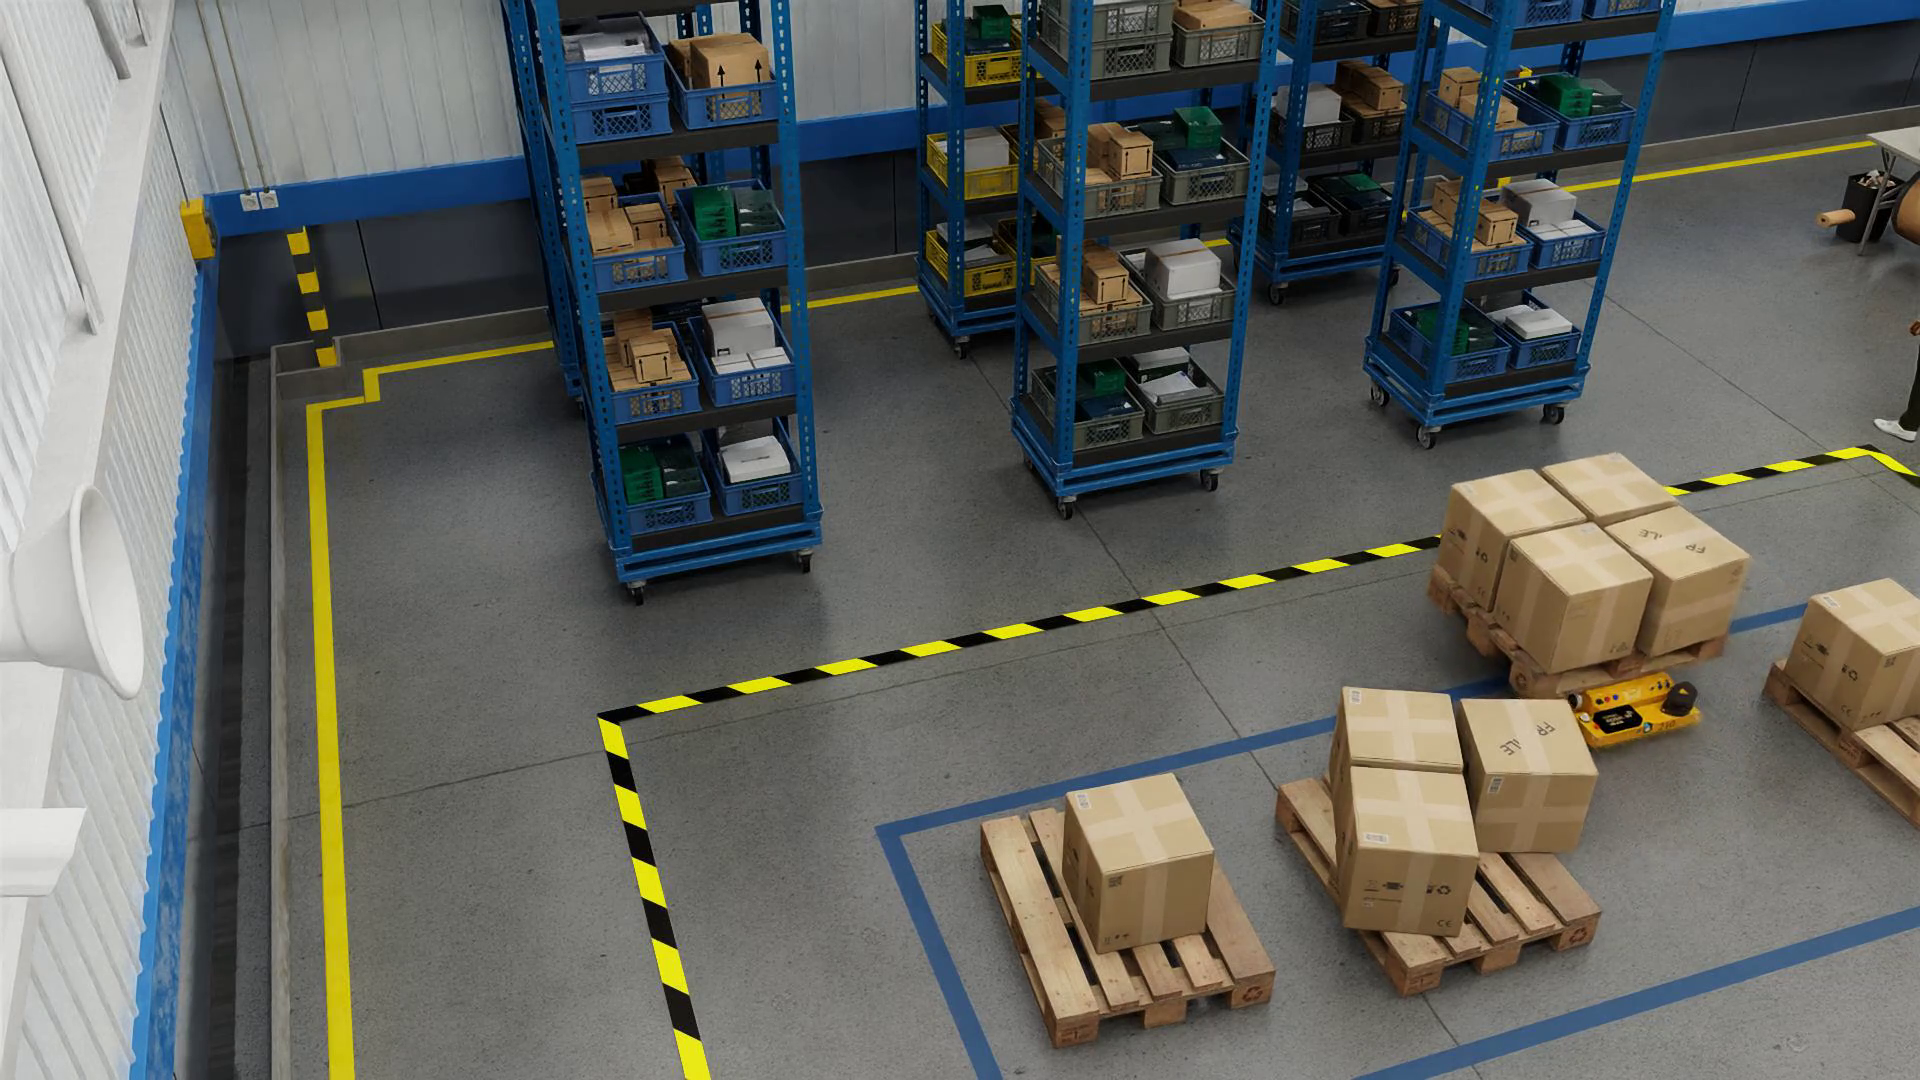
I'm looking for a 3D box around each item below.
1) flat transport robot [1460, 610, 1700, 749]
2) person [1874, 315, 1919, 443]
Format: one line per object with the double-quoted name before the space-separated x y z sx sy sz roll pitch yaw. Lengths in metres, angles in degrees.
"flat transport robot" 3.371 0.565 9.230 0.652 0.197 1.431 -11 37 -15
"person" 6.463 -1.495 10.801 0.588 1.852 0.372 -11 37 -16
